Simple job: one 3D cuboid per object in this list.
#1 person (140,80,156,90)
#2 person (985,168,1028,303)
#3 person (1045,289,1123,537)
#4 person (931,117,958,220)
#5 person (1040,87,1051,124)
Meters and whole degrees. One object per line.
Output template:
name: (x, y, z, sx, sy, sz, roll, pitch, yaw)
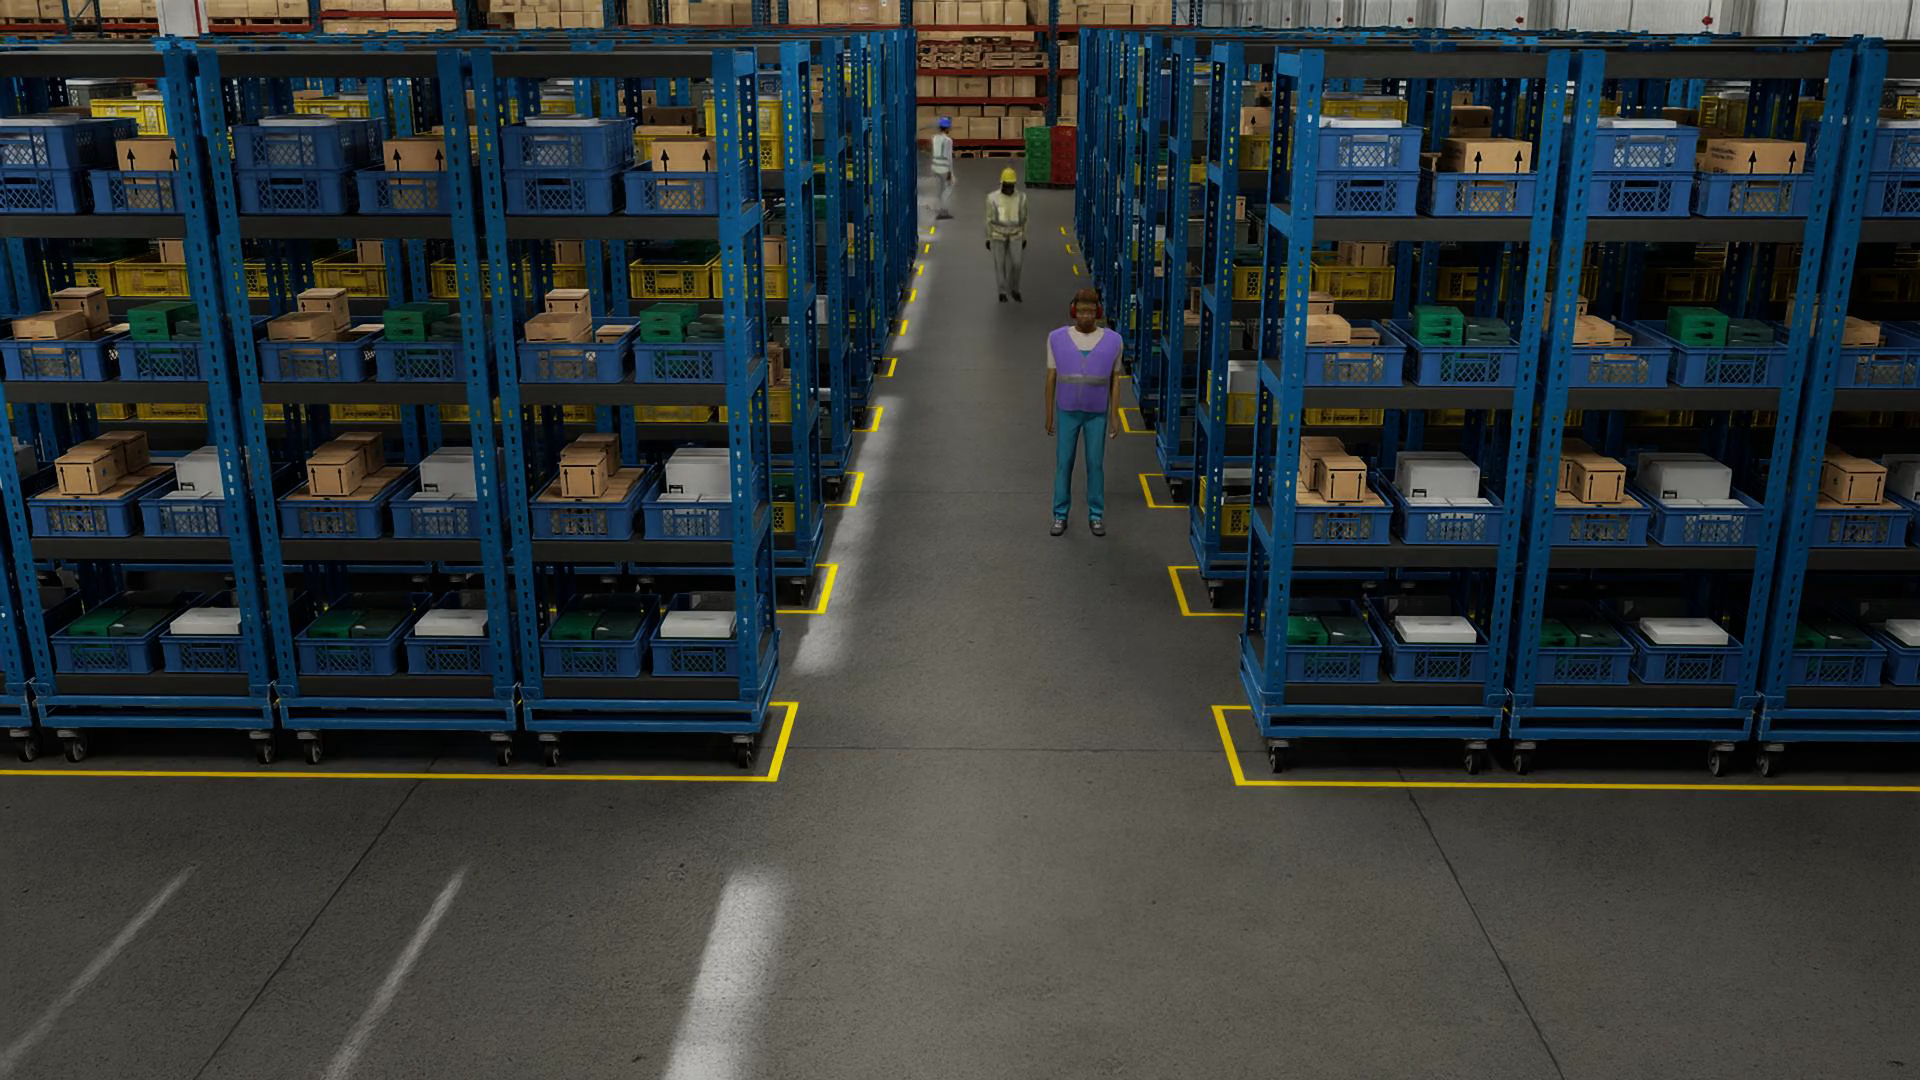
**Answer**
person: (-26.598, -14.163, 54.544, 0.651, 1.809, 0.724, -11, 21, -32)
person: (0.634, -4.089, 22.417, 0.610, 1.808, 0.603, -2, 18, -6)
person: (0.911, -0.944, 12.340, 0.567, 1.849, 0.389, 1, 17, 2)
person: (-0.288, -7.098, 31.816, 0.482, 1.927, 0.628, -13, 22, -37)
person: (2.601, -13.016, 50.933, 0.940, 1.786, 0.616, -1, 17, -4)
